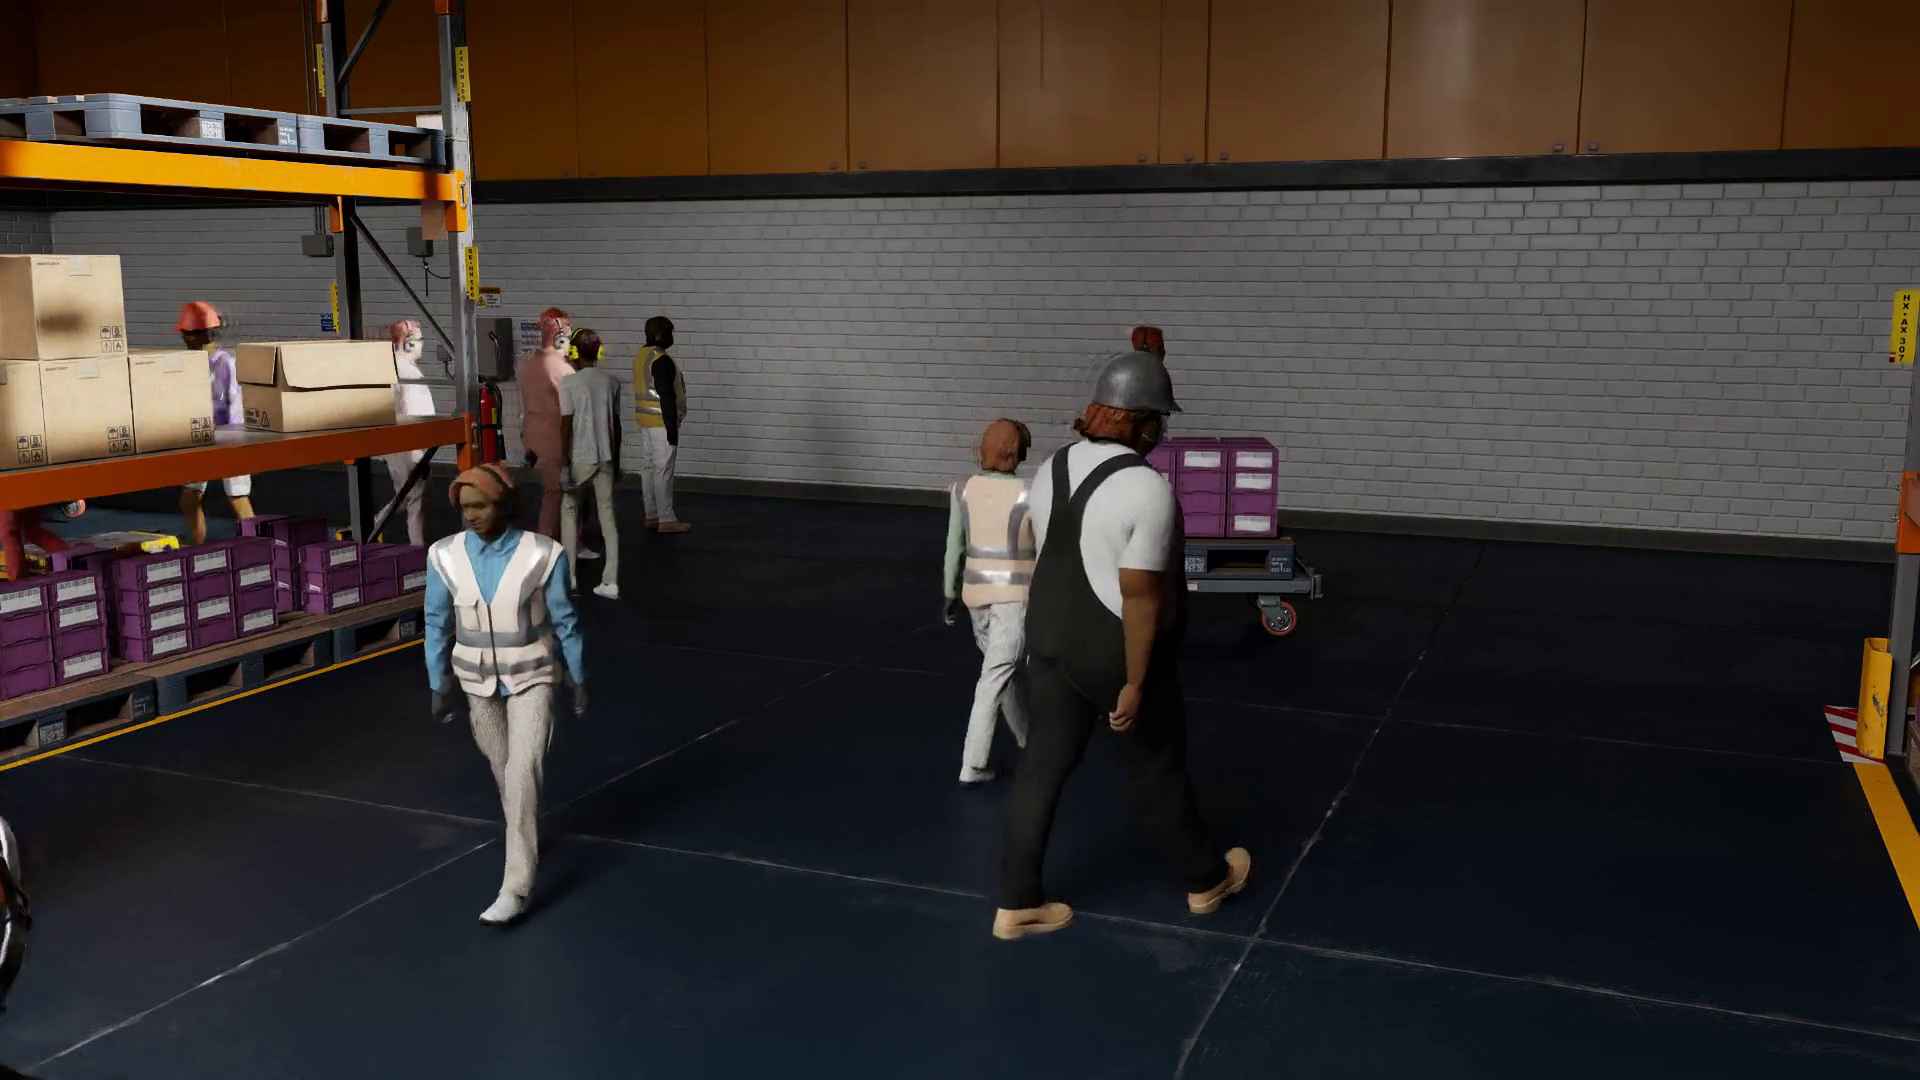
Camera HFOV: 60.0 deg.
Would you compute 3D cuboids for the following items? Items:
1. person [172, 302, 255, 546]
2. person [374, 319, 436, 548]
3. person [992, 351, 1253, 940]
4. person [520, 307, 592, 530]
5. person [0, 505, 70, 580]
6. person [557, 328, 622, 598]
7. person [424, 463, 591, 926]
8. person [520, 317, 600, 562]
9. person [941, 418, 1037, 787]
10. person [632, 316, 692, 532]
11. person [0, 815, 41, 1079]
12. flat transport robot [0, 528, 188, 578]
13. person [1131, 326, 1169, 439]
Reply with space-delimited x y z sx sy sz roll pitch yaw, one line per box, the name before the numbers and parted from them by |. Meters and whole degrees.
person | -5.271 -0.643 11.604 0.600 2.013 0.773 7 12 36
person | -4.049 -0.641 12.000 0.600 1.893 0.659 -7 12 -35
person | 0.540 0.327 5.658 1.003 2.000 0.693 -7 12 -38
person | -3.480 -1.034 14.308 0.433 1.918 0.567 7 12 37
person | -6.117 -0.391 10.933 0.589 1.736 0.581 1 9 3
person | -2.606 -0.538 11.500 0.568 1.834 0.829 -8 12 -41
person | -1.597 0.507 5.934 0.553 1.594 0.879 1 9 4
person | -2.886 -0.702 12.364 0.758 1.881 0.657 -7 12 -36
person | 0.214 0.255 7.421 0.537 1.587 0.879 6 11 32
person | -2.554 -0.989 14.242 0.428 1.844 0.623 -6 11 -31
person | -0.814 1.085 1.321 0.629 1.957 0.588 0 9 0
flat transport robot | -6.430 0.116 12.286 0.652 0.197 1.431 5 11 29
person | 1.204 -0.561 11.593 0.752 1.863 0.583 2 10 11
